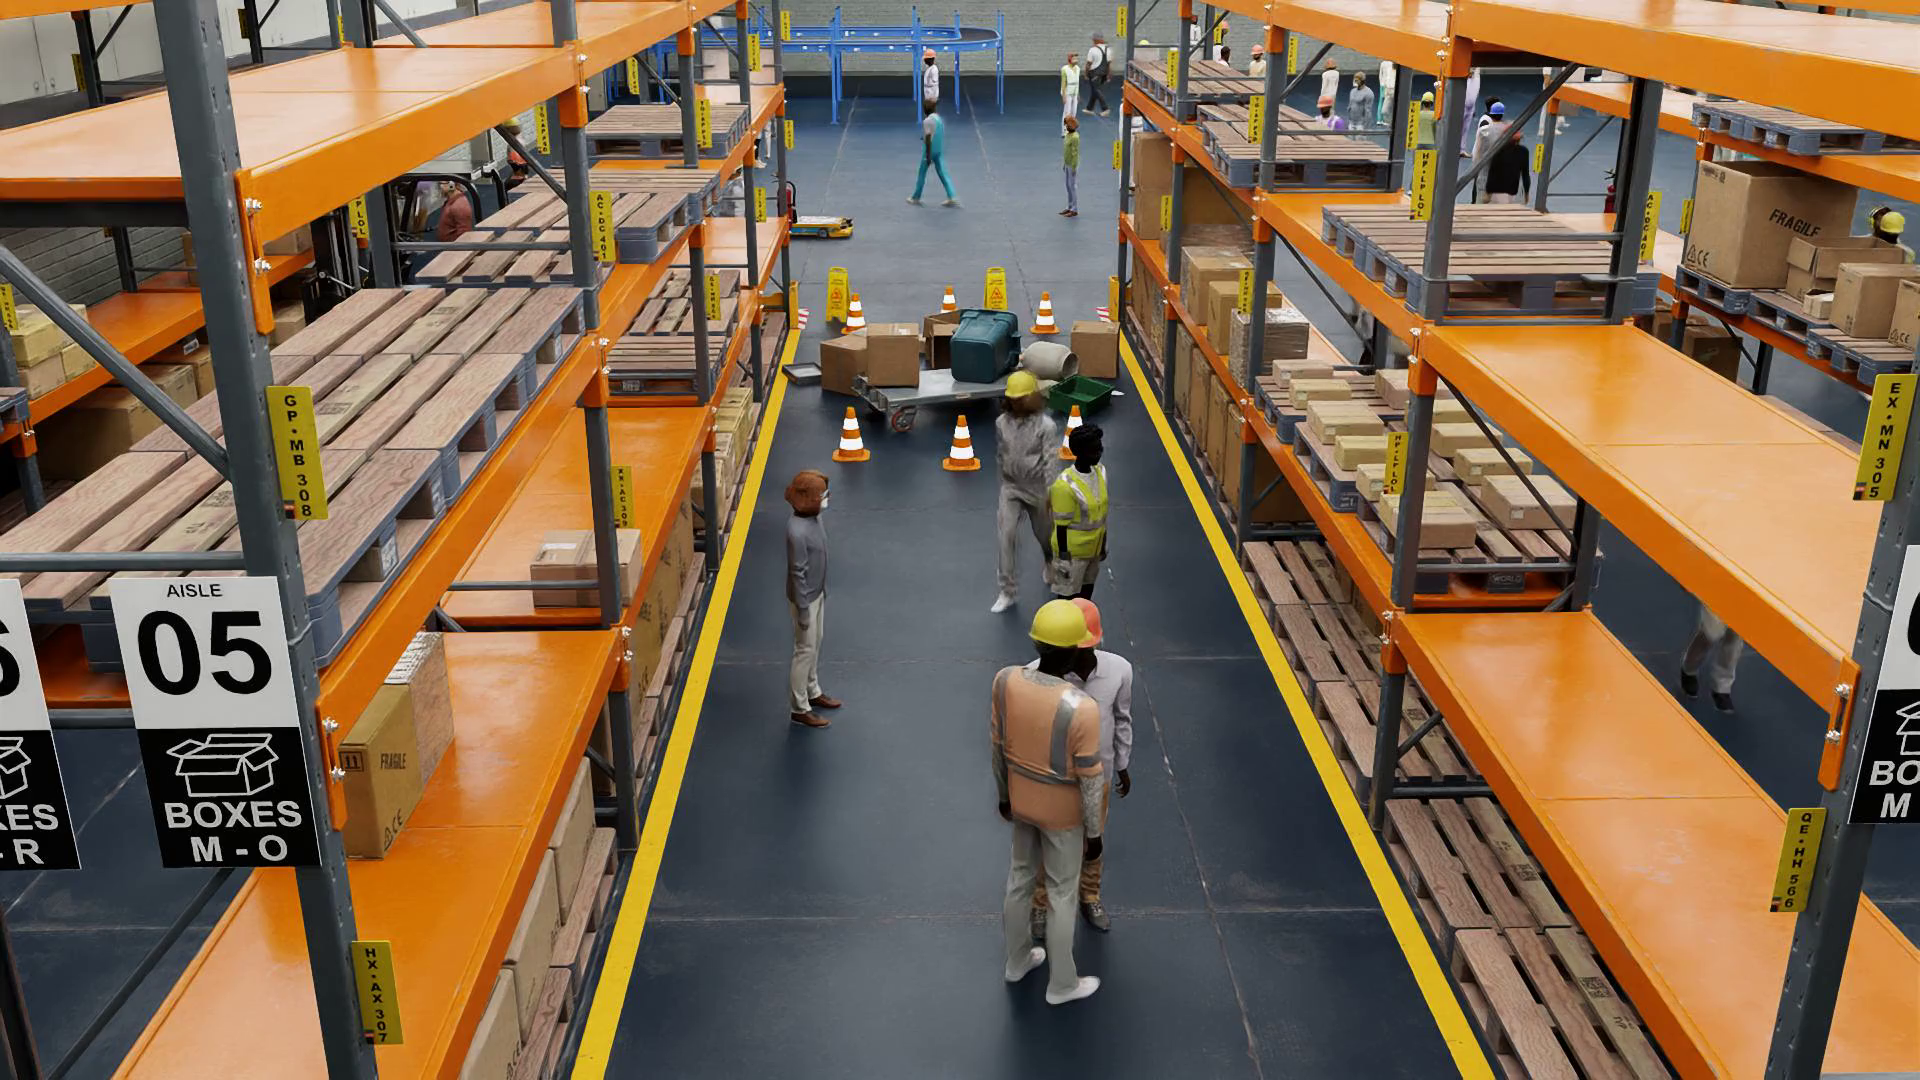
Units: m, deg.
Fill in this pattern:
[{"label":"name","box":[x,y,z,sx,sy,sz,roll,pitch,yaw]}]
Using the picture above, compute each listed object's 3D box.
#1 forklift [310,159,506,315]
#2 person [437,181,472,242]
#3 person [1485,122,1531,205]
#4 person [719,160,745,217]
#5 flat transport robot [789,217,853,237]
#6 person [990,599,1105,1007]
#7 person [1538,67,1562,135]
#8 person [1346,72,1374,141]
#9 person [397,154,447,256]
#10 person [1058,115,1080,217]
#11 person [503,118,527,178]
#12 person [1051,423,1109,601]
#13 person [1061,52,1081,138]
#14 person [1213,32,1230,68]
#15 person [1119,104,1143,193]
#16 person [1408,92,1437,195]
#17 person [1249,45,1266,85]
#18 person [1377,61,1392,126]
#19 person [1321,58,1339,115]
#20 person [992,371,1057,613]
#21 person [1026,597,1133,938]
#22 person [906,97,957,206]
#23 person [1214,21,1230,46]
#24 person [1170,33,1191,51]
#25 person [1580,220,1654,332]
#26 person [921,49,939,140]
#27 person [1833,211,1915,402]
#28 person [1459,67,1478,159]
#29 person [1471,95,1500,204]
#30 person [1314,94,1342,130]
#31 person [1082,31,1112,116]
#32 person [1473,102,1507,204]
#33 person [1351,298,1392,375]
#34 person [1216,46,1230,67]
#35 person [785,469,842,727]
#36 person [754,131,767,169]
[{"label":"forklift","box":[-5.622,-2.910,17.832,2.313,2.155,1.214,-1,21,-1]},{"label":"person","box":[-5.842,-3.328,19.337,0.408,1.909,0.642,-8,22,-19]},{"label":"person","box":[7.780,-4.879,23.388,0.652,1.931,0.933,-9,22,-22]},{"label":"person","box":[-2.864,-4.022,21.273,0.403,1.834,0.589,-2,21,-6]},{"label":"flat transport robot","box":[-2.384,-4.823,25.564,1.431,0.197,0.652,1,21,2]},{"label":"person","box":[0.408,1.166,7.432,0.593,1.922,0.386,18,27,39]},{"label":"person","box":[13.152,-9.950,36.652,0.689,2.000,0.538,-13,24,-30]},{"label":"person","box":[7.389,-7.685,30.824,0.371,1.931,0.637,-9,22,-22]},{"label":"person","box":[-7.755,-5.125,23.972,0.644,1.985,0.651,4,21,10]},{"label":"person","box":[1.790,-6.064,26.966,0.288,1.627,0.506,-5,21,-12]},{"label":"person","box":[-6.876,-5.694,25.870,0.442,1.723,0.563,-7,22,-18]},{"label":"person","box":[0.769,0.057,10.687,0.320,1.693,0.534,15,25,34]},{"label":"person","box":[2.396,-9.679,36.232,0.407,1.831,0.575,16,26,36]},{"label":"person","box":[6.241,-11.342,40.433,0.630,1.963,0.361,0,21,1]},{"label":"person","box":[3.008,-7.005,29.088,0.586,1.882,0.340,-18,27,-39]},{"label":"person","box":[8.060,-6.884,28.931,0.533,1.767,0.312,4,21,10]},{"label":"person","box":[6.588,-9.997,36.945,0.412,1.926,0.546,-12,24,-29]},{"label":"person","box":[9.889,-10.459,38.393,0.327,1.760,0.523,-10,23,-25]},{"label":"person","box":[8.206,-9.885,37.048,0.505,1.633,0.279,-16,26,-36]},{"label":"person","box":[0.491,-0.398,11.861,0.492,1.716,0.812,9,22,22]},{"label":"person","box":[0.552,1.081,7.897,0.570,1.749,0.342,-4,21,-11]},{"label":"person","box":[-0.451,-6.517,27.919,0.980,1.801,0.519,13,24,31]},{"label":"person","box":[6.758,-12.408,43.159,0.408,2.036,0.609,2,21,4]},{"label":"person","box":[5.338,-11.320,40.311,0.701,2.020,0.576,3,21,7]},{"label":"person","box":[6.297,-2.121,15.961,0.683,2.000,0.537,-2,21,-5]},{"label":"person","box":[-0.638,-9.550,35.735,0.349,1.942,0.545,-6,21,-15]},{"label":"person","box":[9.279,-2.409,16.918,0.593,1.907,0.735,3,21,8]},{"label":"person","box":[10.097,-8.596,33.270,0.638,1.902,0.407,-14,25,-33]},{"label":"person","box":[8.514,-6.231,26.992,0.392,1.920,0.588,8,22,21]},{"label":"person","box":[5.984,-6.330,27.260,0.553,1.918,0.664,14,25,33]},{"label":"person","box":[3.349,-11.324,40.285,0.687,2.000,1.019,-19,28,-41]},{"label":"person","box":[8.256,-5.788,25.805,0.602,1.938,0.425,1,21,3]},{"label":"person","box":[4.231,-2.302,16.609,0.559,1.909,0.619,-4,21,-11]},{"label":"person","box":[5.757,-9.933,36.797,0.400,1.908,0.599,-7,22,-17]},{"label":"person","box":[-0.902,0.343,10.029,0.291,1.625,0.504,3,21,7]},{"label":"person","box":[-3.904,-8.016,32.032,0.318,1.693,0.538,-1,21,-4]}]
